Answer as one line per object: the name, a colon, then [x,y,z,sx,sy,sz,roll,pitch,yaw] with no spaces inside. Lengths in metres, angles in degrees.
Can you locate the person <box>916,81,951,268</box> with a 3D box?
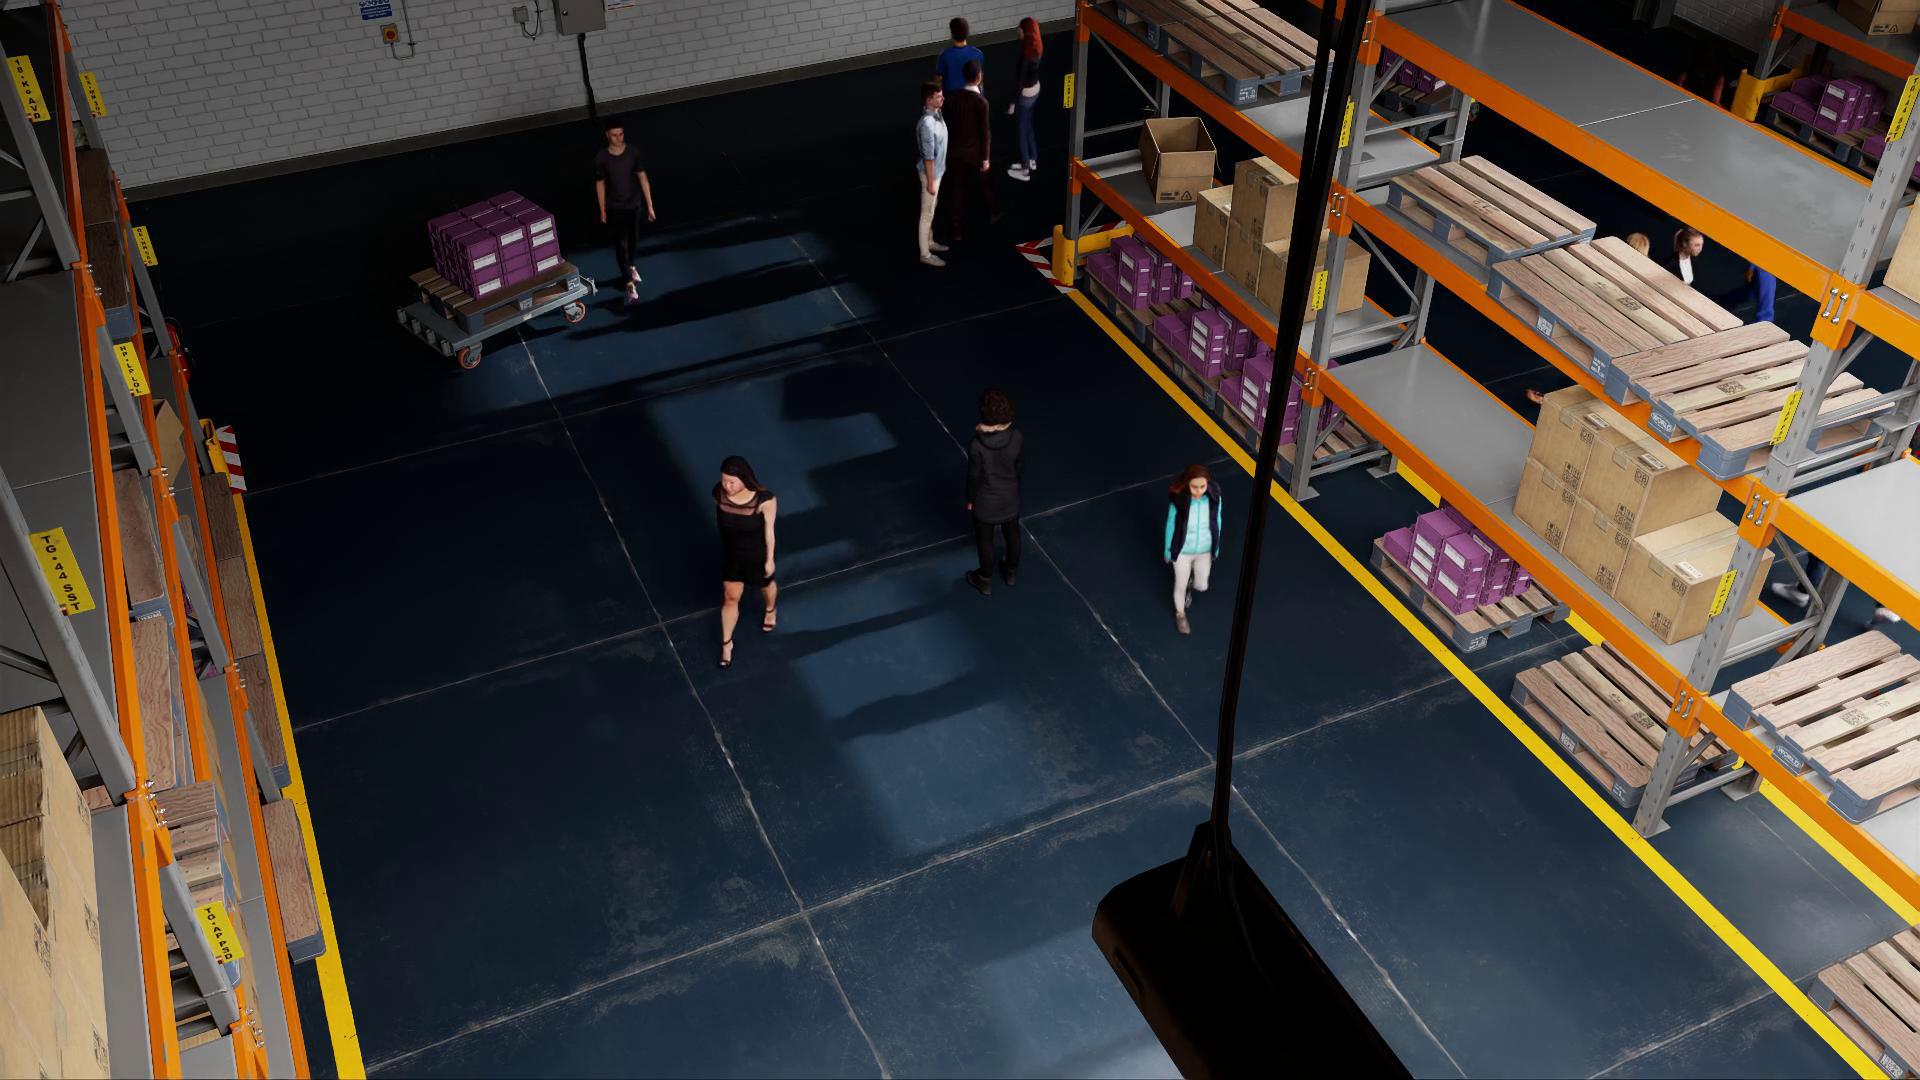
person: [-0.286,-3.626,16.343,0.793,1.847,0.691,6,39,8]

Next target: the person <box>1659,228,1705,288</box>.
person: [6.006,-1.960,14.411,0.652,1.654,1.067,-14,41,-16]

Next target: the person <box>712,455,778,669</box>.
person: [-1.465,0.053,11.867,0.976,1.683,1.063,9,39,11]

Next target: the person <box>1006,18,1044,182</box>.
person: [0.730,-4.701,17.739,0.760,1.785,0.698,12,40,15]

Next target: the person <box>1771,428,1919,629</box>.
person: [6.576,-0.111,11.995,0.788,1.780,1.149,-23,44,-26]

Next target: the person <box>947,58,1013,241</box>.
person: [0.066,-3.853,16.635,1.104,1.837,1.083,22,44,25]

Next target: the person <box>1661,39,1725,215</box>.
person: [7.487,-4.229,17.158,1.068,1.773,1.291,3,39,4]

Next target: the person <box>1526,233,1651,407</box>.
person: [5.615,-1.696,13.977,1.211,1.784,1.043,19,42,22]

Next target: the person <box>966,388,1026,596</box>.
person: [0.272,-0.345,12.288,0.614,1.781,0.586,-15,41,-18]

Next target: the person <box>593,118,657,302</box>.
person: [-3.247,-3.241,15.948,0.641,1.739,0.856,-17,42,-20]

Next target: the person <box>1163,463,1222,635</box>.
person: [1.665,0.004,12.085,0.649,1.488,0.719,-7,39,-9]

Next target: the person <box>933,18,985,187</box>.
person: [-0.001,-4.547,17.503,0.760,1.838,1.070,-10,40,-13]
